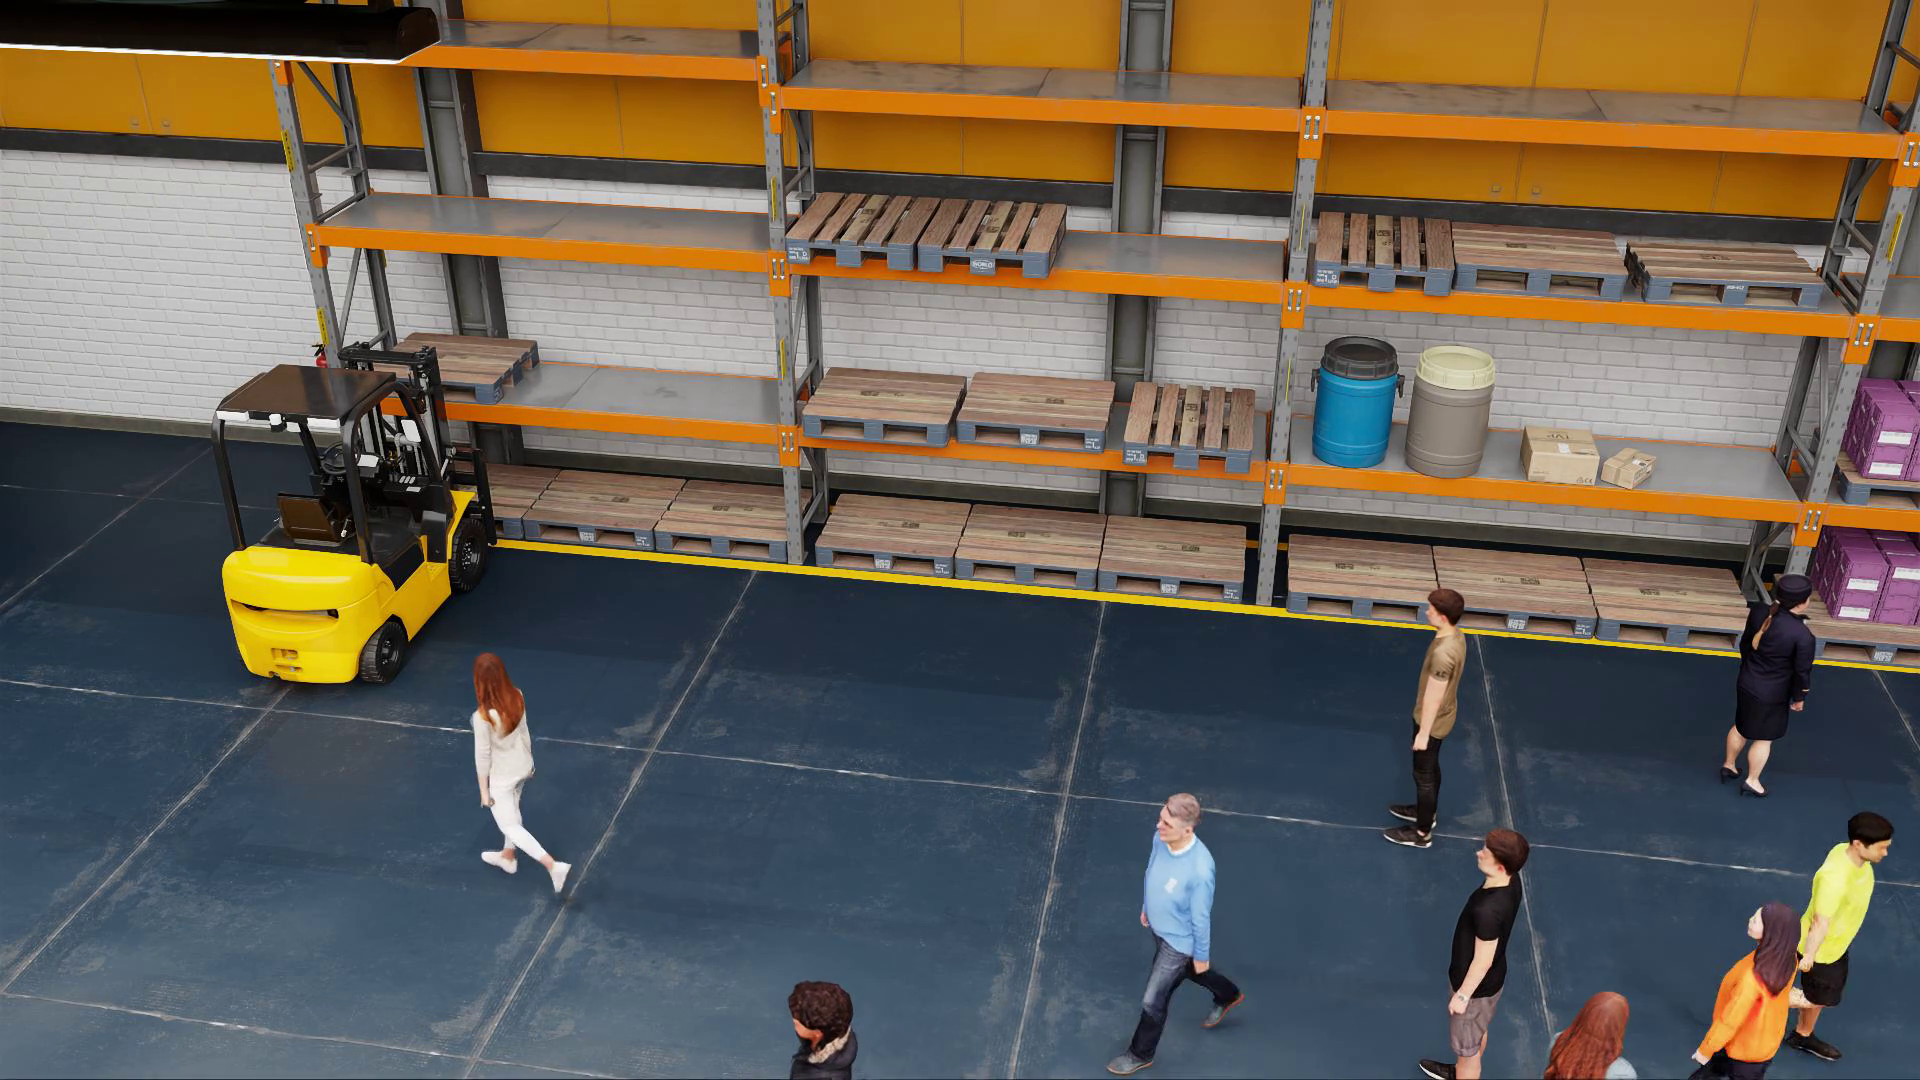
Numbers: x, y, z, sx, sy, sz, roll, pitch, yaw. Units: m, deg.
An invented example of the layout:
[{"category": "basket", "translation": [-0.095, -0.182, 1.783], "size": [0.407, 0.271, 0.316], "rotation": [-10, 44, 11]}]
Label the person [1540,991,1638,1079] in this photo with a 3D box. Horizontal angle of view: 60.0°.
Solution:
[{"category": "person", "translation": [2.879, 2.812, 7.790], "size": [0.633, 1.742, 0.731], "rotation": [25, 37, 37]}]

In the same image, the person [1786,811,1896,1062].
[{"category": "person", "translation": [4.639, 2.137, 9.080], "size": [0.990, 1.693, 0.845], "rotation": [19, 34, 30]}]

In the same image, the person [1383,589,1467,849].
[{"category": "person", "translation": [3.064, 1.142, 10.741], "size": [0.612, 1.849, 0.695], "rotation": [9, 30, 16]}]

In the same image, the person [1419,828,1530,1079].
[{"category": "person", "translation": [2.704, 2.260, 8.677], "size": [0.670, 1.863, 0.725], "rotation": [12, 31, 21]}]

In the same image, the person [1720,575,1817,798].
[{"category": "person", "translation": [5.437, 0.988, 11.209], "size": [0.824, 1.671, 0.802], "rotation": [-12, 31, -21]}]

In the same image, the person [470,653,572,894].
[{"category": "person", "translation": [-2.749, 1.465, 10.309], "size": [1.096, 1.695, 0.797], "rotation": [14, 32, 24]}]

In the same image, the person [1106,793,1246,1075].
[{"category": "person", "translation": [1.253, 2.097, 9.055], "size": [1.246, 1.787, 1.065], "rotation": [-11, 30, -19]}]

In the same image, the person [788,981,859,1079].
[{"category": "person", "translation": [-0.558, 2.774, 7.835], "size": [0.735, 1.766, 0.669], "rotation": [0, 29, 1]}]

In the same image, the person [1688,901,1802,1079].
[{"category": "person", "translation": [4.021, 2.552, 8.291], "size": [1.111, 1.719, 0.964], "rotation": [24, 37, 37]}]
